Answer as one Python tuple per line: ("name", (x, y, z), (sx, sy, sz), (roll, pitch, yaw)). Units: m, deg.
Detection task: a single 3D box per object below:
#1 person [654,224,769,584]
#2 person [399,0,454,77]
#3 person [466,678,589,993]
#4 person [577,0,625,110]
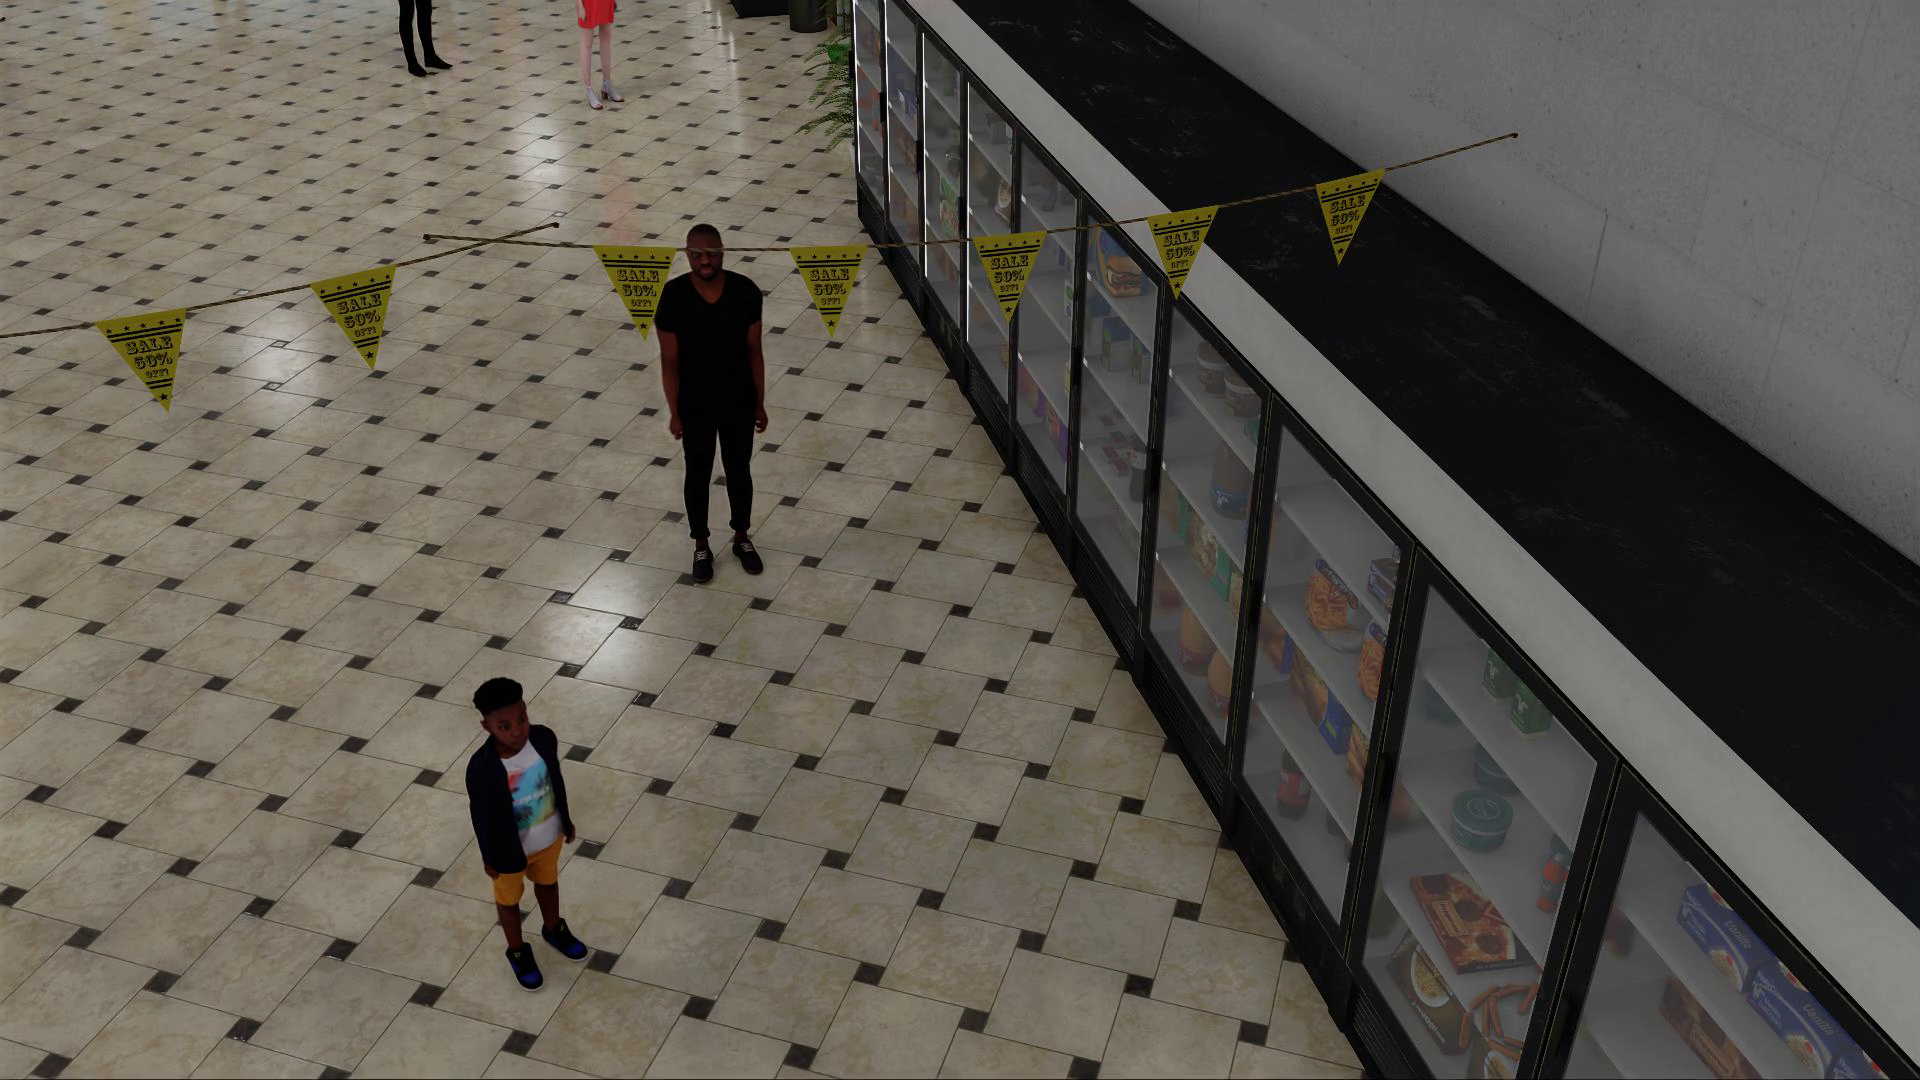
("person", (-1.173, -0.658, 7.985), (0.490, 1.819, 0.719), (-9, 33, -14))
("person", (-5.072, -5.286, 15.355), (0.840, 1.890, 0.766), (19, 37, 28))
("person", (-1.536, 1.004, 5.833), (0.586, 1.271, 0.664), (-27, 41, -36))
("person", (-3.185, -4.713, 14.494), (0.738, 1.826, 0.655), (21, 37, 30))
